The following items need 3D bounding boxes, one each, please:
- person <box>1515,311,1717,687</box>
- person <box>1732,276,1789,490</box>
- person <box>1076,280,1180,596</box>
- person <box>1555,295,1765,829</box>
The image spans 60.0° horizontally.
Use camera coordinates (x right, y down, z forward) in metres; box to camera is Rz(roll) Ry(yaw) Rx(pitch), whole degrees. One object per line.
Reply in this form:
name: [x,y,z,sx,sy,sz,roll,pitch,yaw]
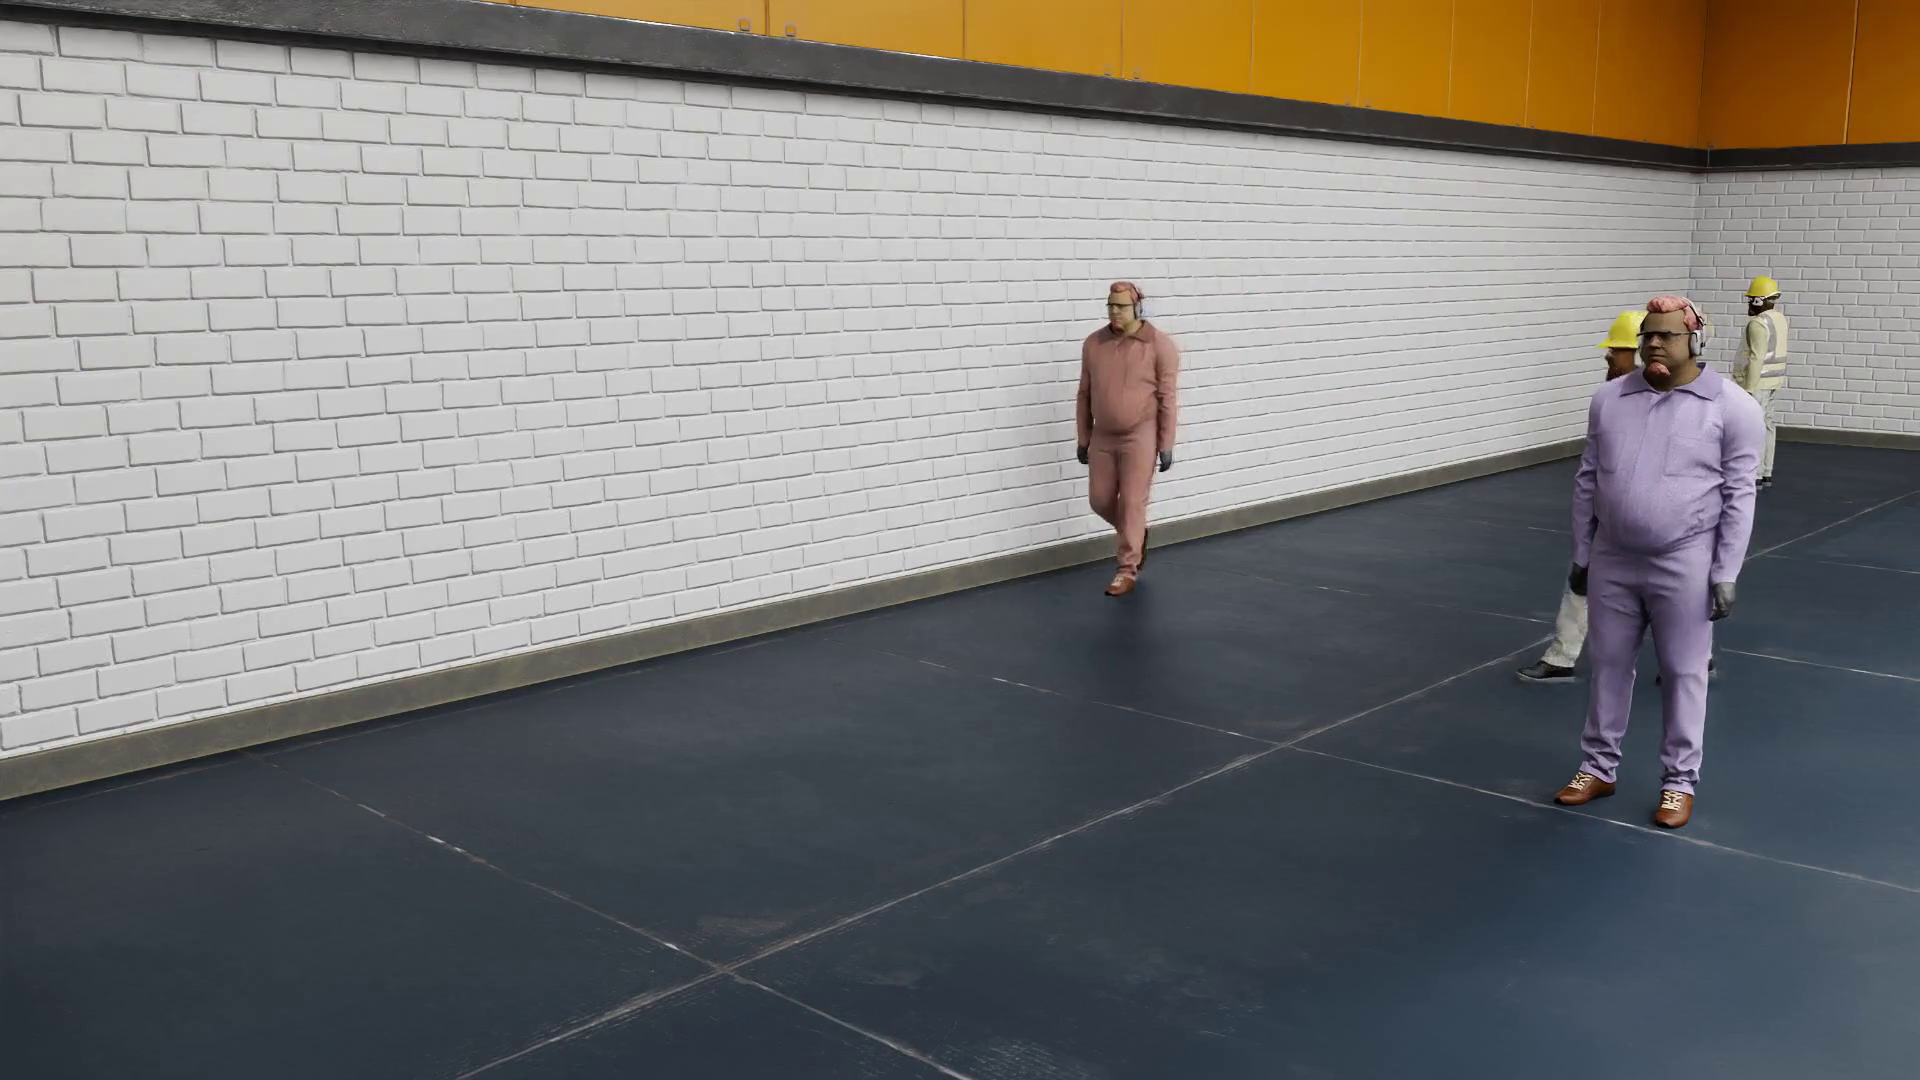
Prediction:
person: [3.163,-0.175,7.801,0.911,1.792,0.603,0,10,1]
person: [6.895,-1.353,14.378,0.403,1.831,0.597,10,14,44]
person: [1.027,-0.629,10.102,0.658,1.887,0.638,6,12,32]
person: [2.511,0.076,6.031,0.640,1.909,0.409,9,14,43]
